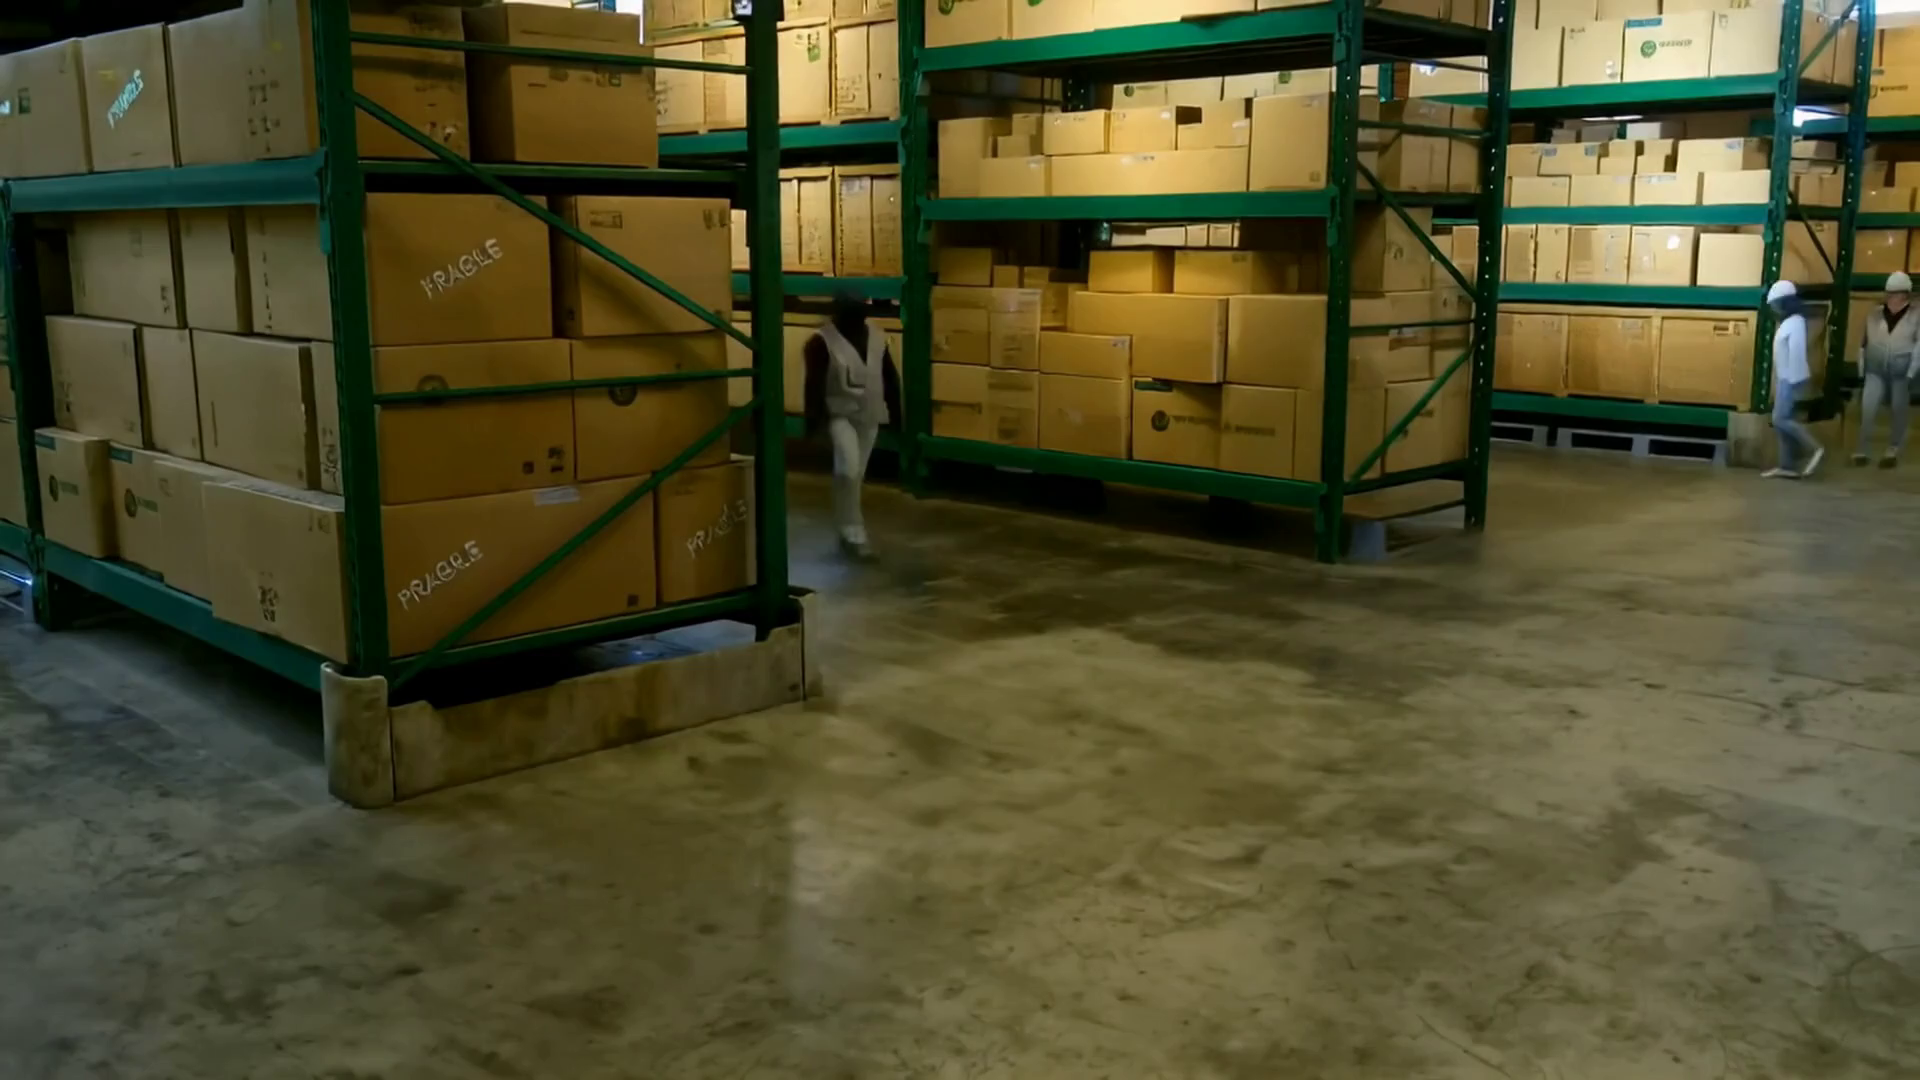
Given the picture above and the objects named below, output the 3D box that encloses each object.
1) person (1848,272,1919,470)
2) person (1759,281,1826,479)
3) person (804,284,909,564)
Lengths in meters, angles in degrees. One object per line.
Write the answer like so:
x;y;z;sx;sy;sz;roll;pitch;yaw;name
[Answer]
8.356;-1.501;14.984;0.587;1.796;0.797;9;14;41;person
7.284;-1.394;14.578;0.494;1.728;0.592;3;11;17;person
-0.638;-0.760;10.939;0.649;1.808;0.859;-9;14;-42;person
